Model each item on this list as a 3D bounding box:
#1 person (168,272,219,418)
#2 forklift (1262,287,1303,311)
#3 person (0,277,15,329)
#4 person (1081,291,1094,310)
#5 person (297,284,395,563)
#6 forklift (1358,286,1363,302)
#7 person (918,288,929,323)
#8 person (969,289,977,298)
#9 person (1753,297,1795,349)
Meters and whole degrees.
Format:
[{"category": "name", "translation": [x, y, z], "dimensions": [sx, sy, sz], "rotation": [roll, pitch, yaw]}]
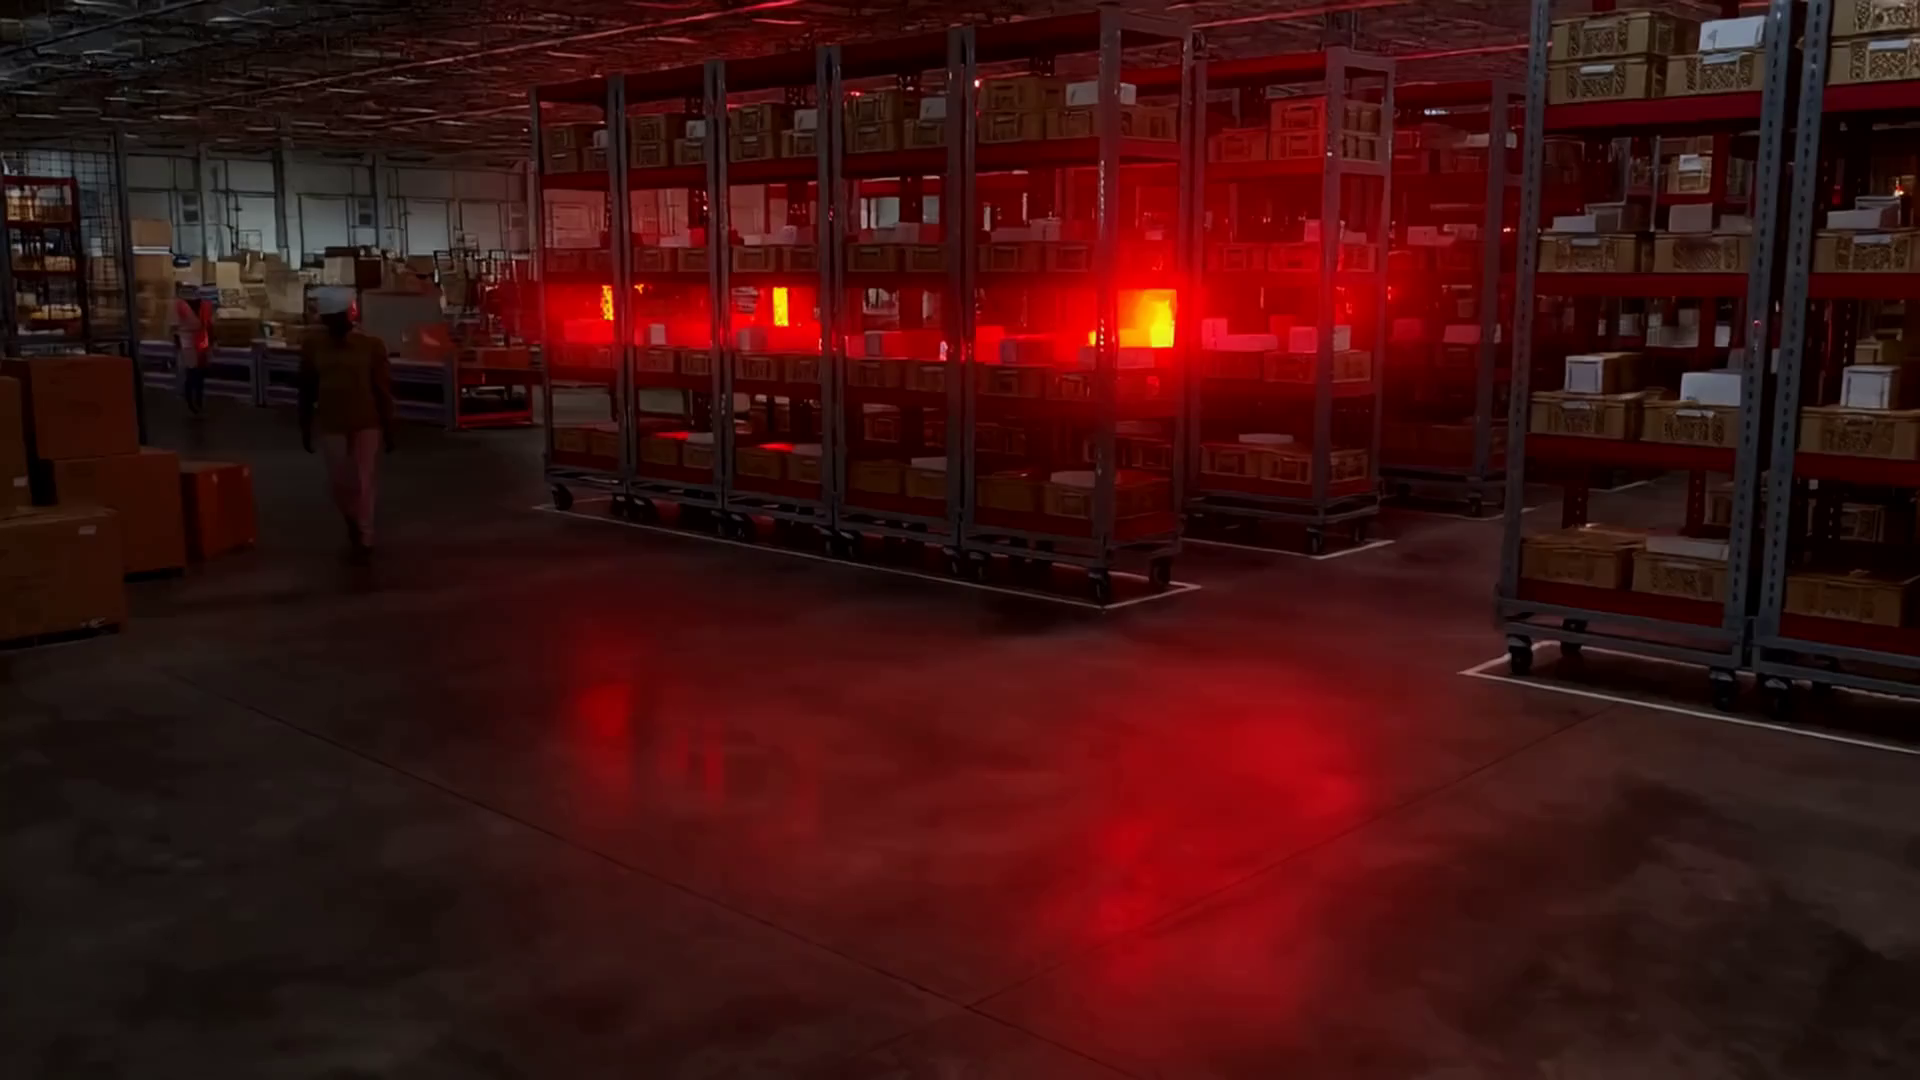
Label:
[{"category": "person", "translation": [-10.617, -2.696, 23.077], "dimensions": [0.421, 2.028, 0.644], "rotation": [7, 11, 35]}, {"category": "forklift", "translation": [10.769, -8.203, 54.240], "dimensions": [1.129, 2.768, 1.873], "rotation": [8, 12, 42]}, {"category": "person", "translation": [-24.905, -5.951, 43.359], "dimensions": [0.561, 1.922, 0.571], "rotation": [4, 10, 24]}, {"category": "person", "translation": [1.577, -2.259, 21.108], "dimensions": [0.580, 1.805, 0.947], "rotation": [7, 12, 37]}, {"category": "person", "translation": [-4.366, -0.835, 11.854], "dimensions": [0.659, 1.968, 0.655], "rotation": [-2, 9, -12]}, {"category": "forklift", "translation": [11.100, -7.017, 46.970], "dimensions": [1.873, 2.768, 1.129], "rotation": [9, 13, 43]}, {"category": "person", "translation": [-0.979, -5.633, 41.745], "dimensions": [0.403, 1.817, 0.601], "rotation": [-4, 10, -22]}, {"category": "person", "translation": [0.315, -6.906, 48.833], "dimensions": [0.364, 2.048, 0.611], "rotation": [3, 10, 15]}, {"category": "person", "translation": [8.608, -1.673, 17.481], "dimensions": [0.647, 1.810, 0.607], "rotation": [-4, 10, -25]}]
